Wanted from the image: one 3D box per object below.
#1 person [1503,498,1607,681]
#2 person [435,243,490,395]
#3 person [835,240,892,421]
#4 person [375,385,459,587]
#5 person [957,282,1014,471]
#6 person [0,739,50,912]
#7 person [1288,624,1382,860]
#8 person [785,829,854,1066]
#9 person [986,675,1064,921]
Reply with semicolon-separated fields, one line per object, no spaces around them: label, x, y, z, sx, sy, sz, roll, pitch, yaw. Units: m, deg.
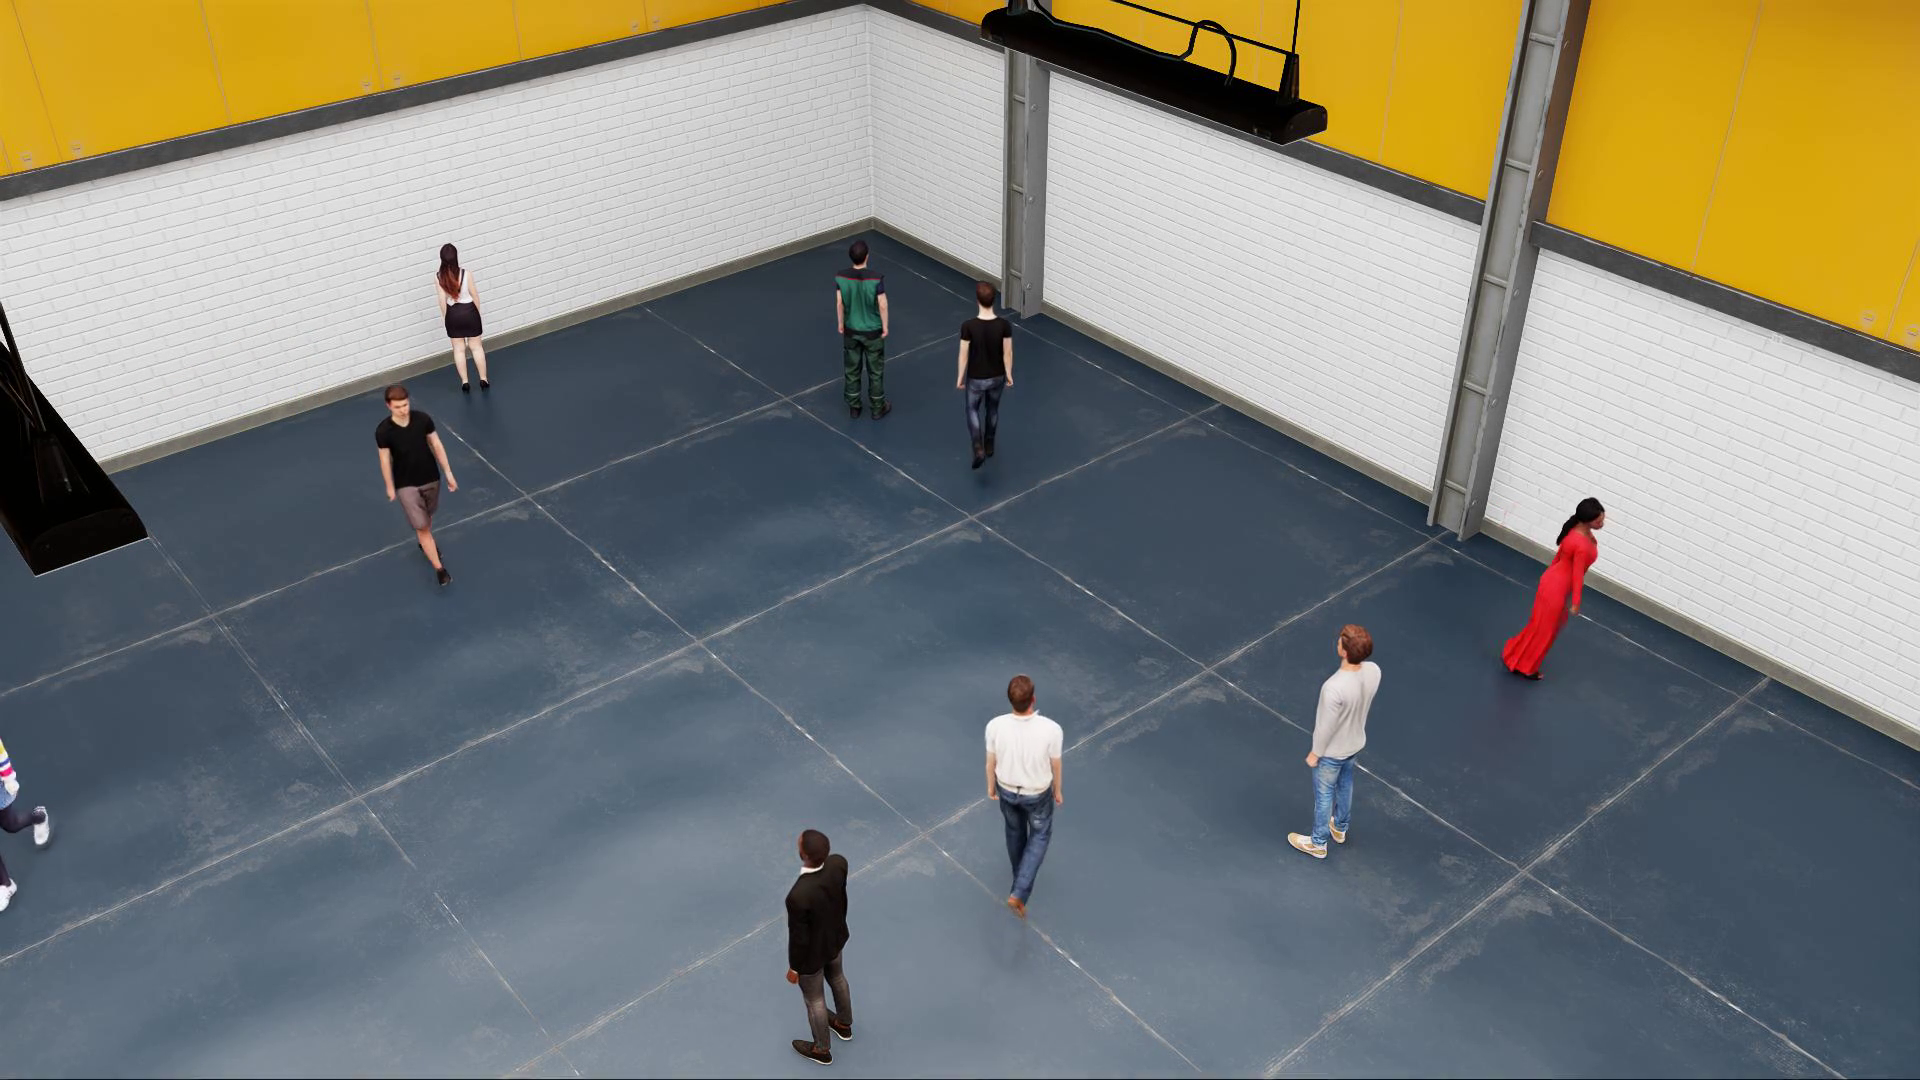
person;4.632;0.381;13.047;0.923;1.750;0.875;2;34;3
person;-5.136;-2.284;17.146;0.622;1.649;0.624;-9;35;-14
person;-0.971;-2.105;16.651;0.731;1.900;0.829;8;34;12
person;-4.722;-0.555;14.397;0.712;1.814;1.164;-23;40;-31
person;0.245;-1.524;15.795;1.029;1.881;1.153;-3;34;-5
person;-6.556;1.596;11.185;1.015;1.788;1.147;-2;34;-4
person;2.605;1.381;11.402;0.643;1.905;0.560;-24;41;-32
person;-0.840;2.413;9.944;0.650;1.800;0.720;21;39;28
person;0.405;1.718;10.951;1.056;1.843;1.054;8;35;12
